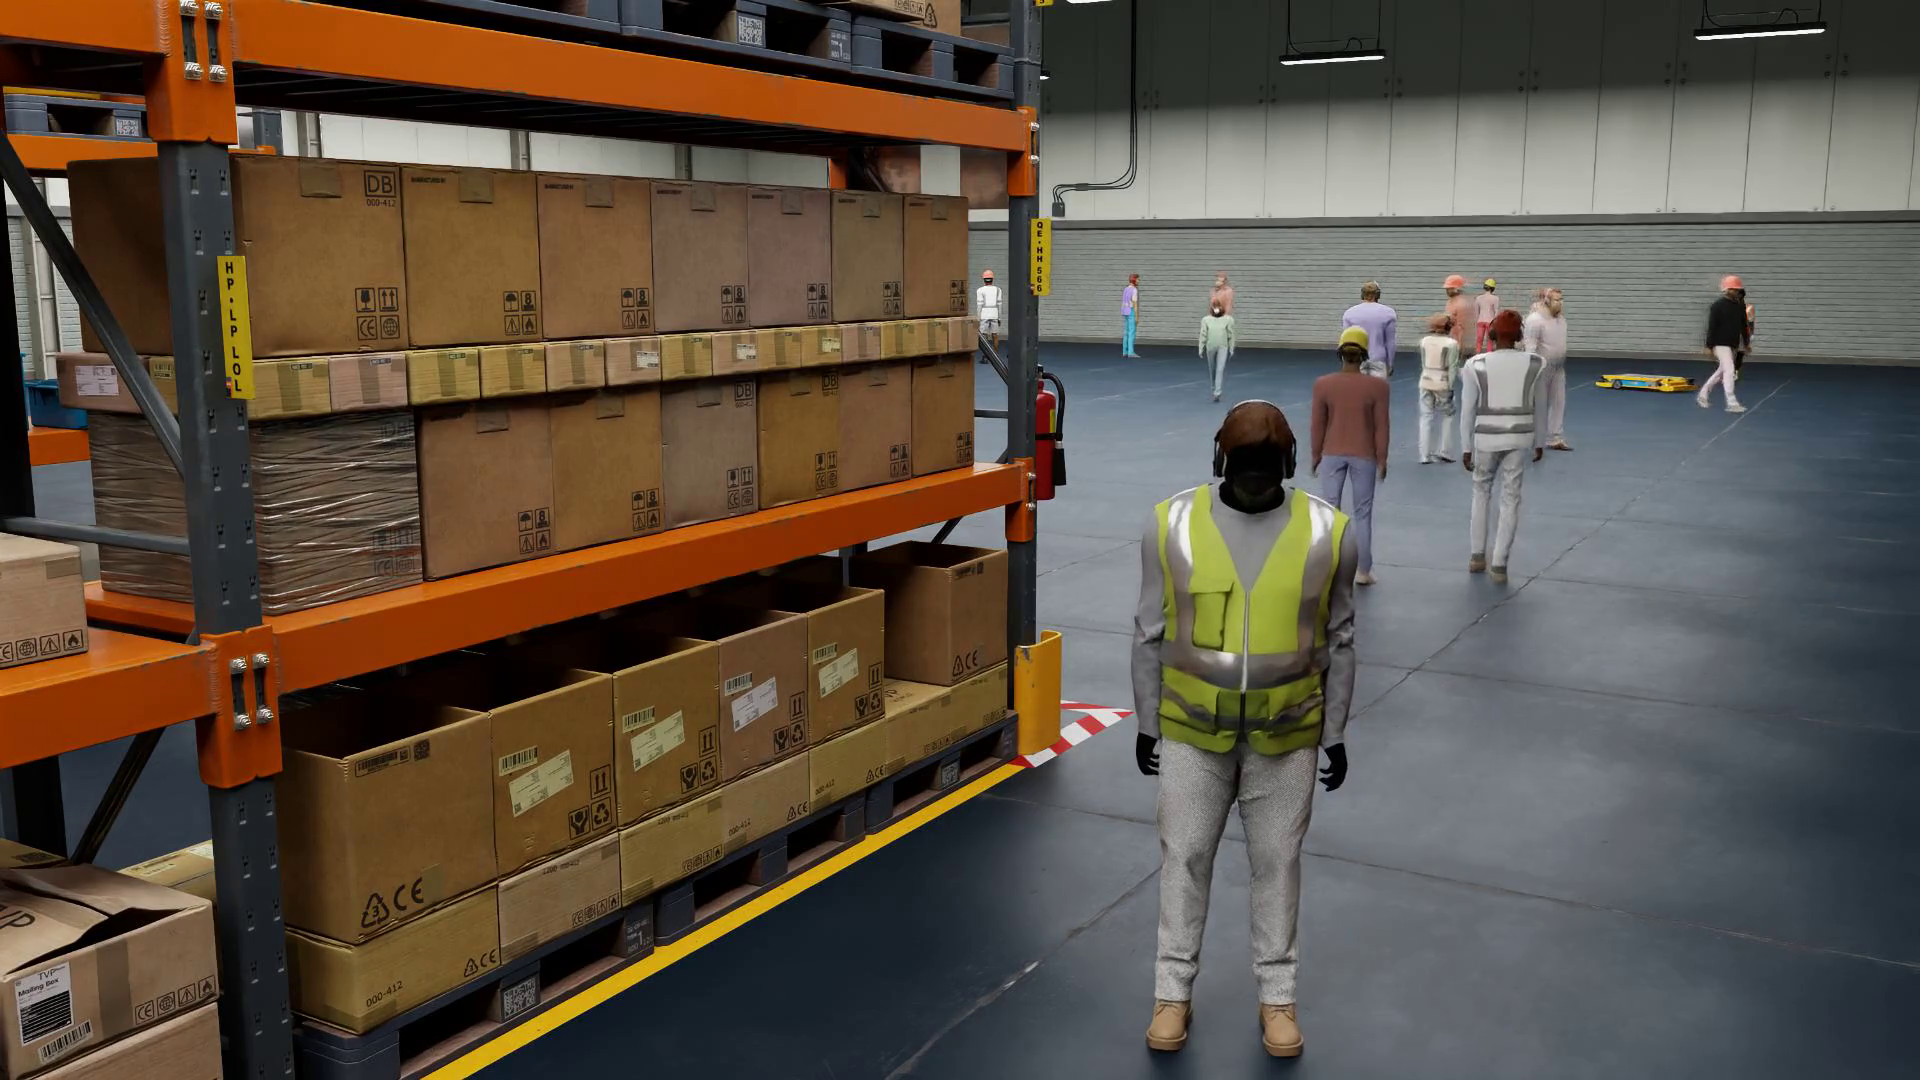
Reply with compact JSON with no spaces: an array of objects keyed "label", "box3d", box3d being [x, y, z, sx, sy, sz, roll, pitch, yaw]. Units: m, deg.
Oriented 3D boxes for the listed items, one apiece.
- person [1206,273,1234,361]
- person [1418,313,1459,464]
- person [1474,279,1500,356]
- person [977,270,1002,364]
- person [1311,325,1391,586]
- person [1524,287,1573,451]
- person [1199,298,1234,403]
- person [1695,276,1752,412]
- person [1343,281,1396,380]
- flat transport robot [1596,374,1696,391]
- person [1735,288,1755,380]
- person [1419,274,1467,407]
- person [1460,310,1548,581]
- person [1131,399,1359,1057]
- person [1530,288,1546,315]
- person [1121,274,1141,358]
[{"label":"person","box3d":[5.520,-4.710,35.212,0.467,1.870,0.673,-7,12,-35]},{"label":"person","box3d":[5.168,-1.625,17.886,0.576,1.615,0.508,-8,13,-41]},{"label":"person","box3d":[10.601,-4.353,33.431,0.533,1.767,0.324,9,13,44]},{"label":"person","box3d":[0.585,-4.612,34.456,0.552,1.930,0.373,-4,10,-21]},{"label":"person","box3d":[2.642,-0.567,11.269,0.530,1.768,0.322,4,10,21]},{"label":"person","box3d":[6.700,-1.976,19.200,0.653,1.884,0.792,-6,12,-33]},{"label":"person","box3d":[3.931,-2.907,25.493,0.516,1.587,0.864,3,10,17]},{"label":"person","box3d":[11.061,-2.846,24.071,0.612,1.957,0.974,-5,11,-26]},{"label":"person","box3d":[4.854,-2.103,19.766,0.627,1.936,0.373,3,10,16]},{"label":"flat transport robot","box3d":[11.433,-2.632,27.724,0.652,0.197,1.431,-7,12,-34]},{"label":"person","box3d":[13.807,-3.644,29.562,0.527,1.666,0.830,3,10,15]},{"label":"person","box3d":[7.315,-2.941,24.590,0.928,1.965,0.624,1,10,4]},{"label":"person","box3d":[3.793,-0.678,11.659,0.579,1.846,0.882,3,10,15]},{"label":"person","box3d":[0.785,0.527,4.642,0.621,1.842,0.429,1,10,8]},{"label":"person","box3d":[11.112,-3.986,31.675,0.535,1.623,0.452,4,10,21]},{"label":"person","box3d":[3.741,-4.909,36.456,0.375,1.841,0.567,-3,10,-18]}]
